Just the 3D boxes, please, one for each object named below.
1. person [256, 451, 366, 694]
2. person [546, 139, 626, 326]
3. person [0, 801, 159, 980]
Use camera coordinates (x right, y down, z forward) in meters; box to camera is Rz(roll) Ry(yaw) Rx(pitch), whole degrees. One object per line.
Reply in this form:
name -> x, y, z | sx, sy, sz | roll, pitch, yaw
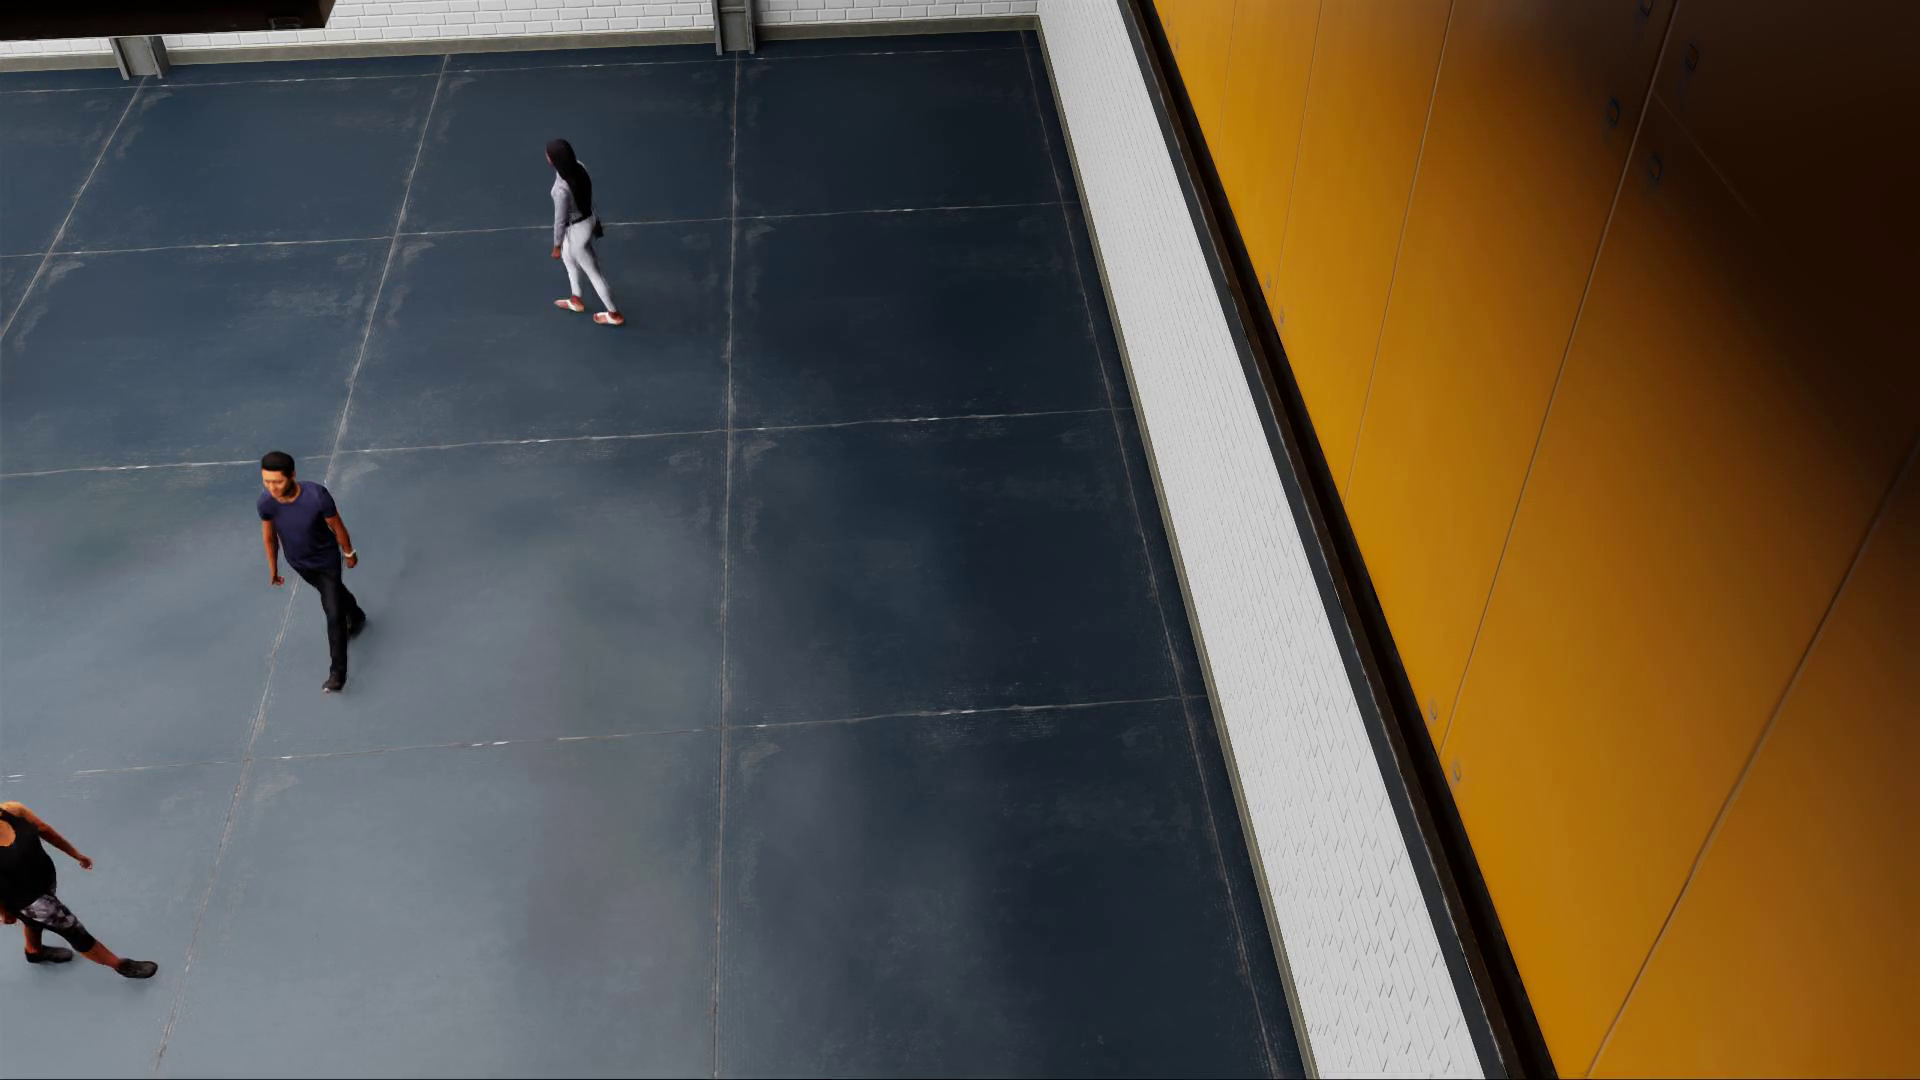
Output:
person -> -4.101, 0.052, 10.661 | 1.069, 1.749, 0.863 | 5, 44, 5
person -> -2.941, -2.423, 13.297 | 0.953, 1.697, 0.765 | 9, 44, 9
person -> -5.047, 1.833, 8.885 | 1.073, 1.621, 0.681 | 2, 44, 2
